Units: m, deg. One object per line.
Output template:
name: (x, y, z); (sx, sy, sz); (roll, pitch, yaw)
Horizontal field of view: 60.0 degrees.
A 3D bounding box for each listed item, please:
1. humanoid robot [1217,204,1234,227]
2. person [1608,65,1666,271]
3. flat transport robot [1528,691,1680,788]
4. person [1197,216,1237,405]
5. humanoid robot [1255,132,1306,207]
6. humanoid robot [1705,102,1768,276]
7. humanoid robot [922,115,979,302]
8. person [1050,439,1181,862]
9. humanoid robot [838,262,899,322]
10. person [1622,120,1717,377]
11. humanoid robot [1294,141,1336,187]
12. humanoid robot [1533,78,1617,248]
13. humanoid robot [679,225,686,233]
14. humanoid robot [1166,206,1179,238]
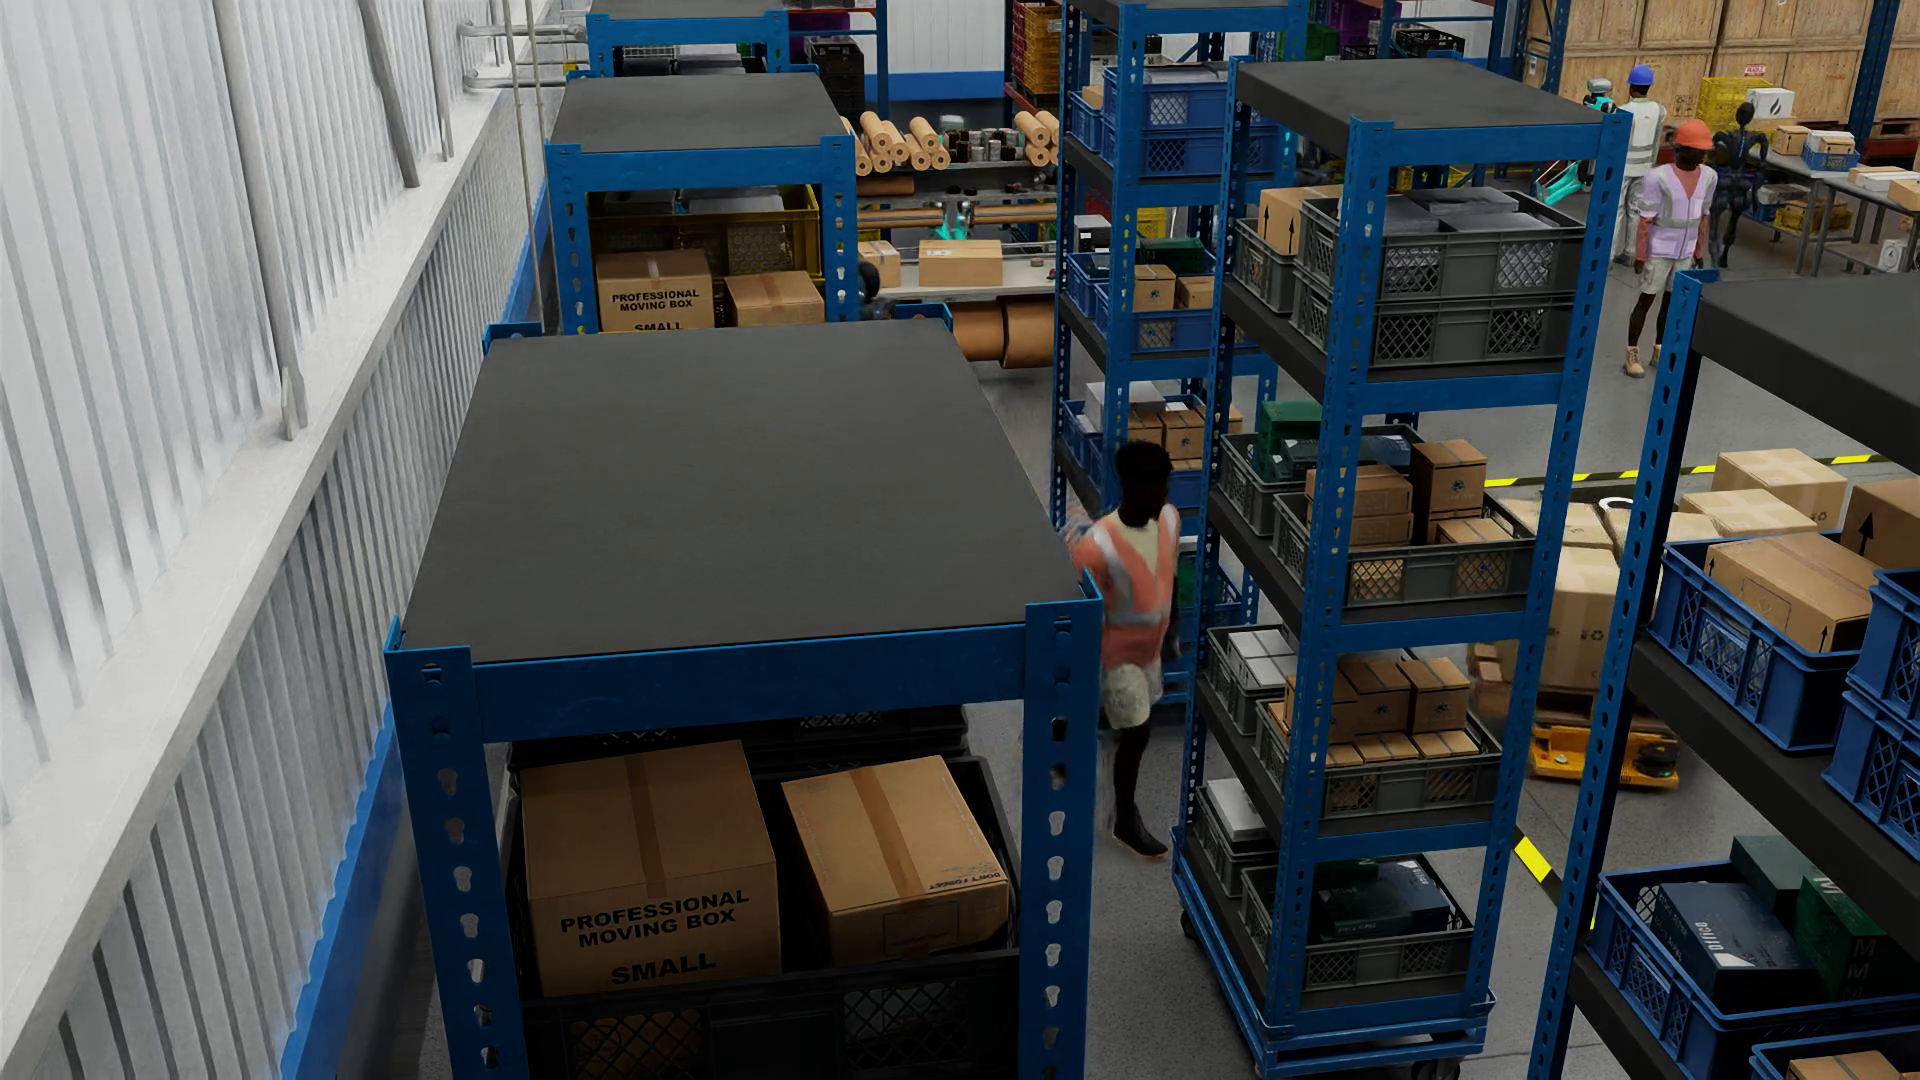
humanoid robot: (2.756, -3.934, 17.186); (0.536, 1.872, 0.745); (-8, 26, -18)
person: (6.456, -3.589, 16.093); (0.615, 1.945, 0.395); (-9, 26, -19)
flat transport robot: (3.213, 0.789, 8.551); (0.652, 0.197, 1.431); (4, 25, 9)
person: (1.683, -1.254, 11.137); (0.406, 1.846, 0.588); (-3, 25, -7)
humanoid robot: (3.032, -3.272, 15.584); (0.530, 1.736, 0.694); (-4, 25, -9)
humanoid robot: (7.407, -3.356, 15.980); (0.589, 1.655, 0.733); (4, 25, 9)
humanoid robot: (-0.043, -2.821, 14.682); (0.541, 1.717, 1.035); (-5, 25, -10)
person: (0.690, 0.423, 7.380); (0.804, 1.925, 0.604); (21, 32, 38)
humanoid robot: (-0.509, -0.980, 10.753); (0.601, 1.648, 0.509); (-19, 31, -35)
person: (5.637, -2.283, 13.154); (0.617, 2.037, 0.399); (-5, 25, -12)
humanoid robot: (3.028, -2.695, 14.481); (0.610, 1.641, 0.392); (-21, 32, -37)
humanoid robot: (5.984, -3.688, 16.438); (0.743, 1.691, 0.532); (-2, 25, -4)
humanoid robot: (-2.607, -3.490, 16.209); (0.593, 1.645, 0.517); (1, 25, 1)
humanoid robot: (2.267, -3.748, 16.528); (0.533, 1.677, 0.735); (4, 25, 10)
